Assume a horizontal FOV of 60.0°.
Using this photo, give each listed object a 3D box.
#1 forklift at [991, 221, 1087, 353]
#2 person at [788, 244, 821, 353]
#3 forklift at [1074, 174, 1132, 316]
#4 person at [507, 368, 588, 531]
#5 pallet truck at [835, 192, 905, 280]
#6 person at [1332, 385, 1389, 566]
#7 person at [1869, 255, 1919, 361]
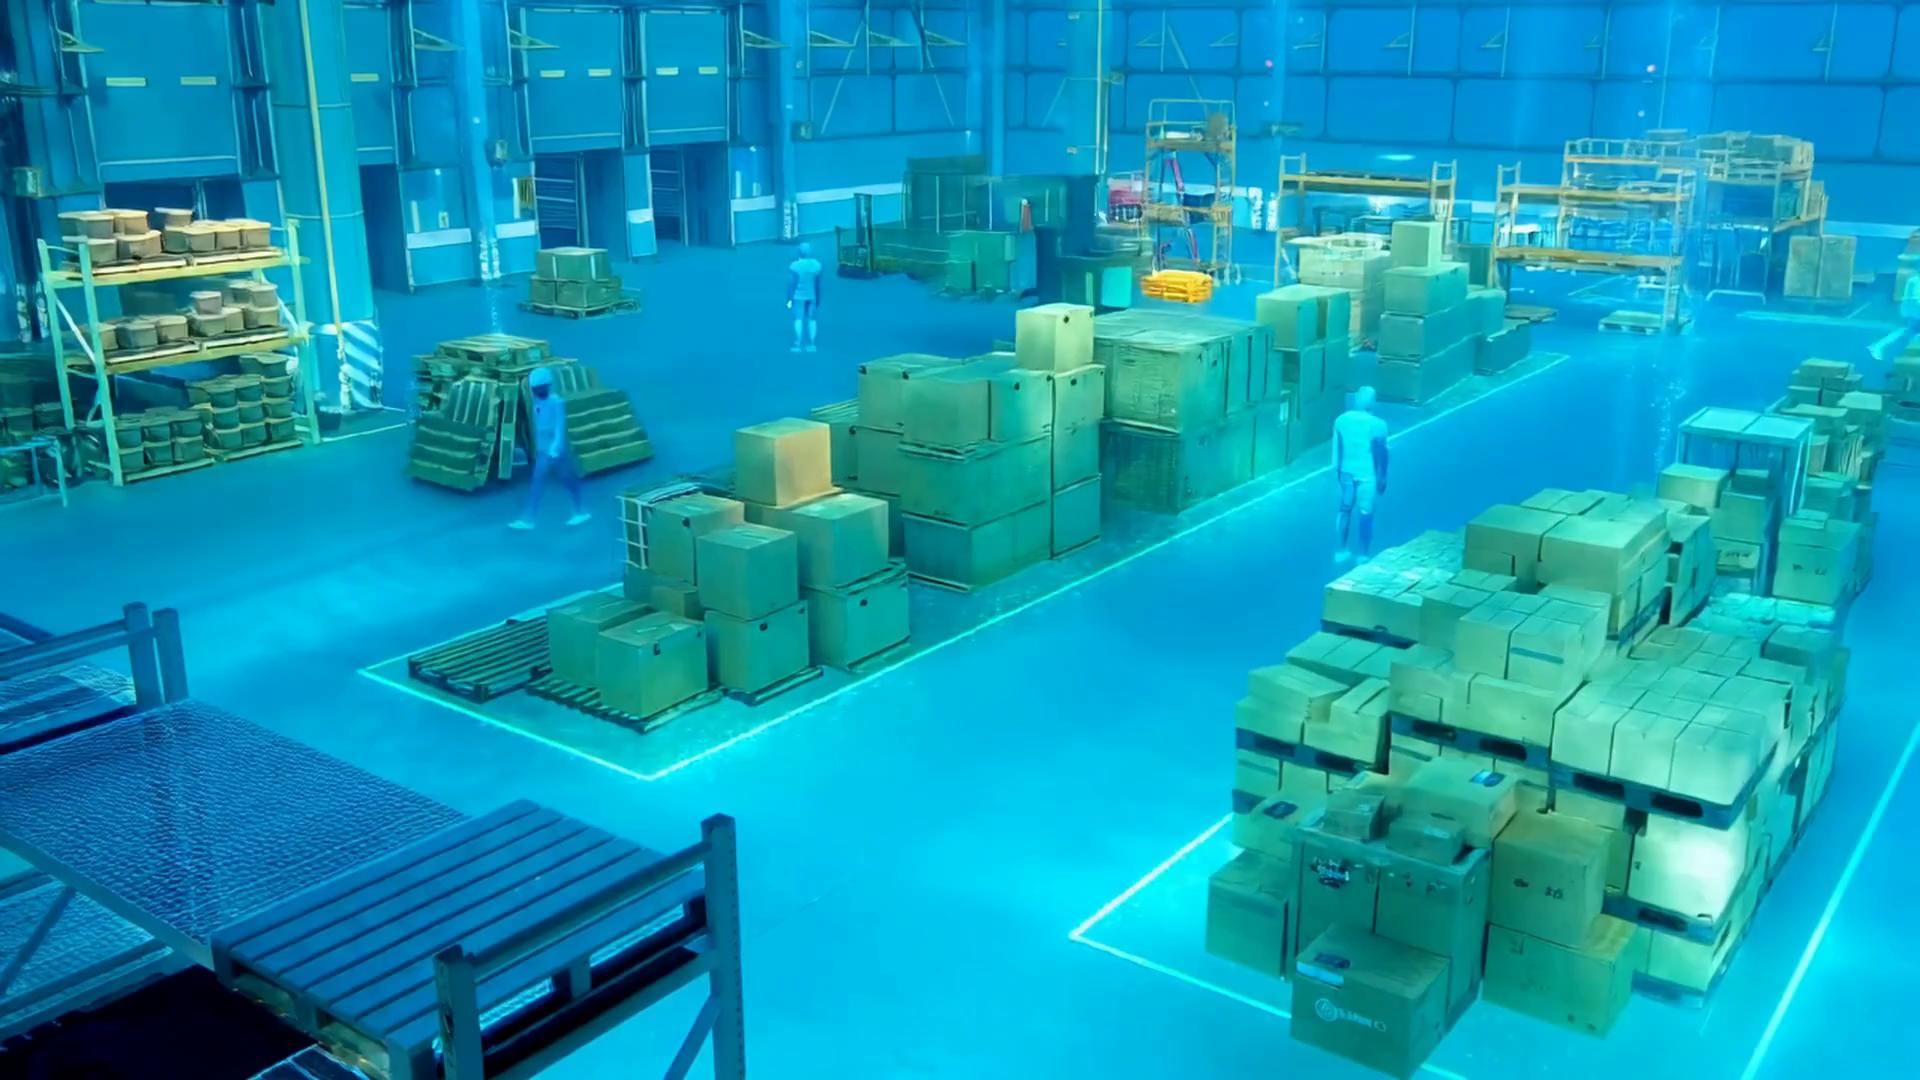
[{"bbox_3d":[1.463,-3.273,24.612,1.873,2.768,1.129,12,21,35],"label":"forklift"},{"bbox_3d":[-2.766,-4.290,29.614,0.636,1.928,0.391,-9,19,-28],"label":"person"},{"bbox_3d":[2.470,-5.821,33.050,1.873,2.768,1.129,3,17,10],"label":"forklift"},{"bbox_3d":[-4.693,-1.017,18.877,0.593,1.862,1.024,14,22,38],"label":"person"},{"bbox_3d":[-1.936,-7.159,38.982,1.885,1.965,0.823,-12,21,-34],"label":"pallet truck"},{"bbox_3d":[4.248,-0.688,17.654,0.636,1.939,0.362,15,22,41],"label":"person"},{"bbox_3d":[16.235,-3.959,28.562,0.835,1.905,0.543,4,17,13],"label":"person"}]
